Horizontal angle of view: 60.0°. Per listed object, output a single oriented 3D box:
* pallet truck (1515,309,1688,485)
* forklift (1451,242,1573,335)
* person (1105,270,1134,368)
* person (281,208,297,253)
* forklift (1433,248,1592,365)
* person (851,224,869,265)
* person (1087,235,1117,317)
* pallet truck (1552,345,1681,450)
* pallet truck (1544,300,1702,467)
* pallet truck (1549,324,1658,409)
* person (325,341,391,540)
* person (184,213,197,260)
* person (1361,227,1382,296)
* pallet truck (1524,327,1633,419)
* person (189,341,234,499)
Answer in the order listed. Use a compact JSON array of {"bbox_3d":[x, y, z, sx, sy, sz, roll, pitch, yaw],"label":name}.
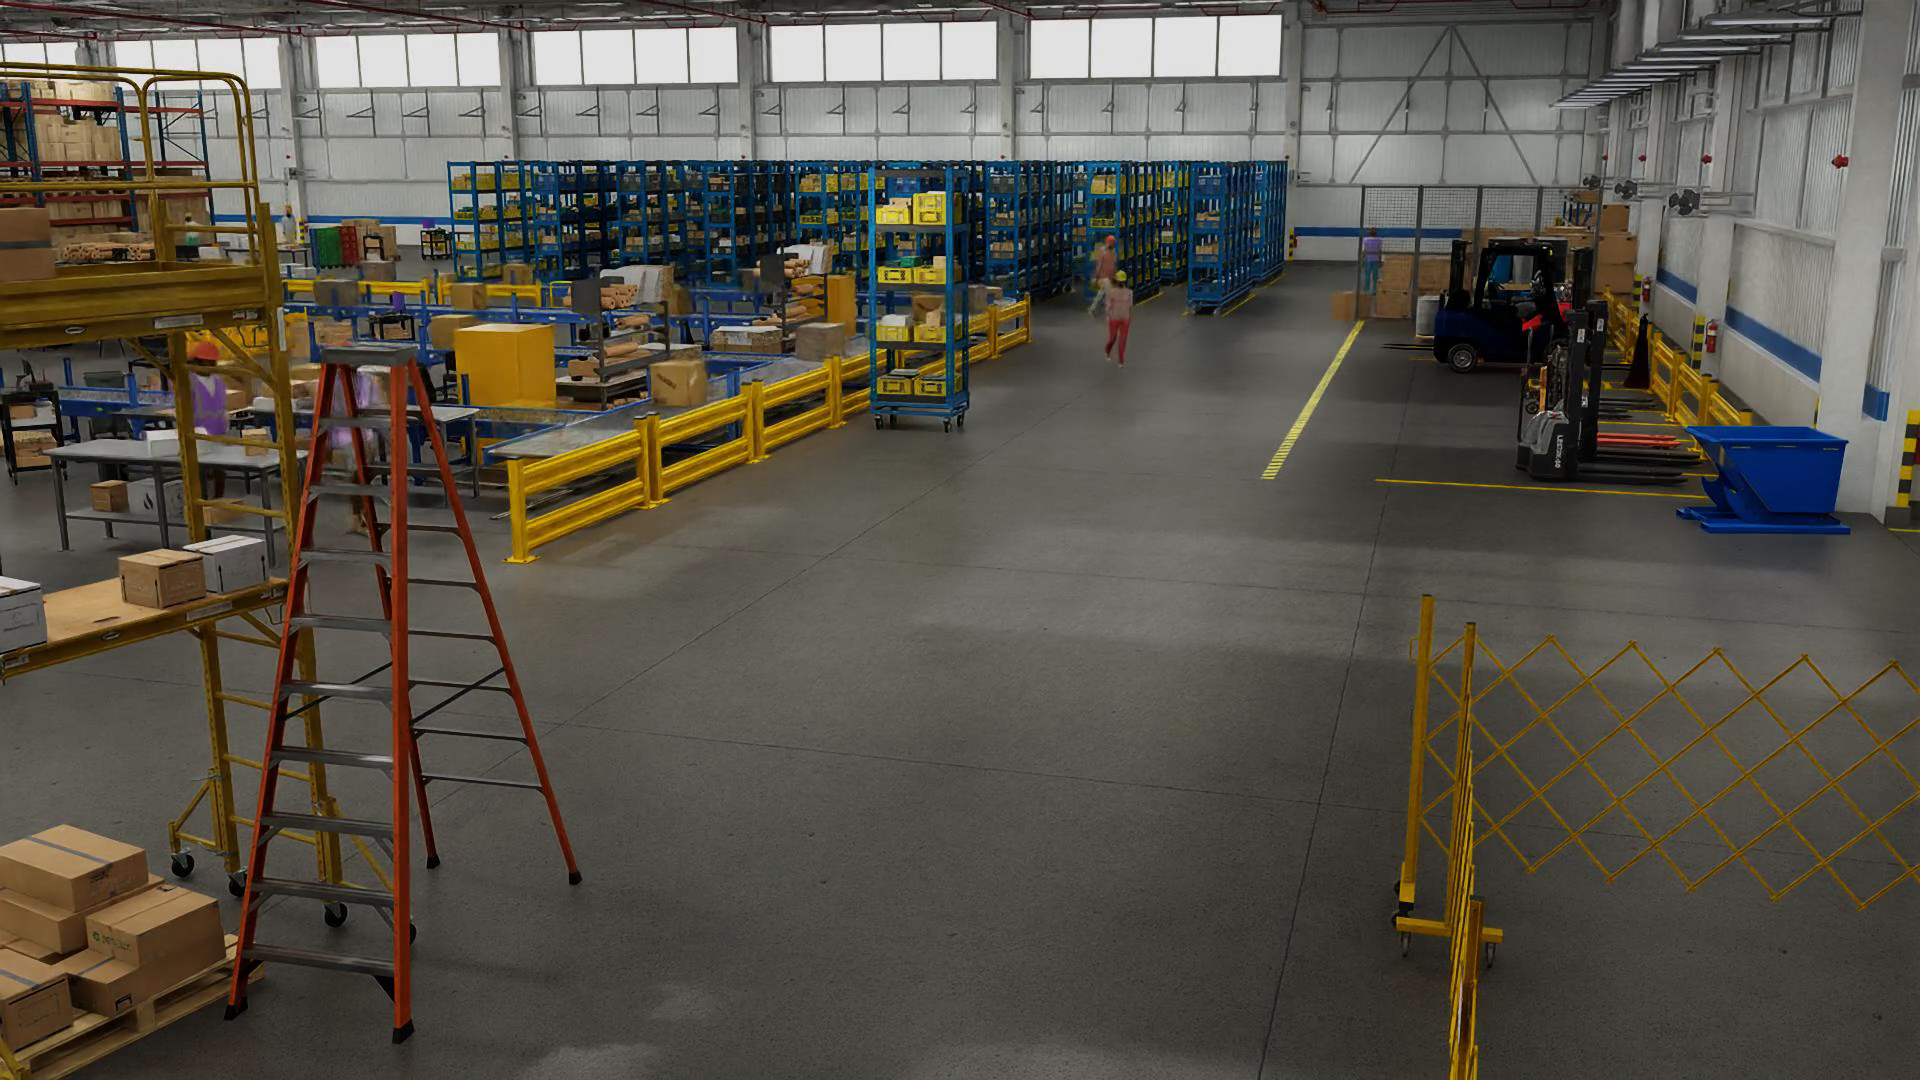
[{"bbox_3d":[7.554,-1.677,19.446,1.885,1.965,0.823,3,13,14],"label":"pallet truck"},{"bbox_3d":[10.464,-4.597,31.405,2.680,1.987,1.157,4,14,16],"label":"forklift"},{"bbox_3d":[2.854,-3.990,29.984,0.522,1.748,0.526,-3,13,-12],"label":"person"},{"bbox_3d":[-26.251,-12.120,65.100,0.464,1.740,0.580,12,18,42],"label":"person"},{"bbox_3d":[9.780,-4.111,29.280,2.680,1.987,1.157,3,13,14],"label":"forklift"},{"bbox_3d":[-3.005,-8.567,49.566,0.594,1.832,0.404,-4,14,-17],"label":"person"},{"bbox_3d":[3.394,-6.192,39.090,1.059,1.942,0.627,11,17,39],"label":"person"},{"bbox_3d":[8.641,-1.896,21.908,1.630,1.274,0.653,4,14,16],"label":"pallet truck"},{"bbox_3d":[8.263,-1.952,20.631,1.885,1.965,0.823,5,14,20],"label":"pallet truck"},{"bbox_3d":[9.824,-2.669,25.407,1.601,1.201,0.680,4,14,16],"label":"pallet truck"},{"bbox_3d":[-5.877,-0.970,16.383,0.822,1.991,0.662,8,16,33],"label":"person"},{"bbox_3d":[-27.749,-10.955,60.092,0.525,1.736,0.803,3,13,12],"label":"person"},{"bbox_3d":[11.154,-7.540,45.099,0.564,1.847,0.395,-2,13,-8],"label":"person"},{"bbox_3d":[9.065,-2.460,24.370,1.522,1.261,0.704,3,13,14],"label":"pallet truck"},{"bbox_3d":[-7.725,-1.086,17.057,0.497,1.918,0.568,5,14,22],"label":"person"}]
